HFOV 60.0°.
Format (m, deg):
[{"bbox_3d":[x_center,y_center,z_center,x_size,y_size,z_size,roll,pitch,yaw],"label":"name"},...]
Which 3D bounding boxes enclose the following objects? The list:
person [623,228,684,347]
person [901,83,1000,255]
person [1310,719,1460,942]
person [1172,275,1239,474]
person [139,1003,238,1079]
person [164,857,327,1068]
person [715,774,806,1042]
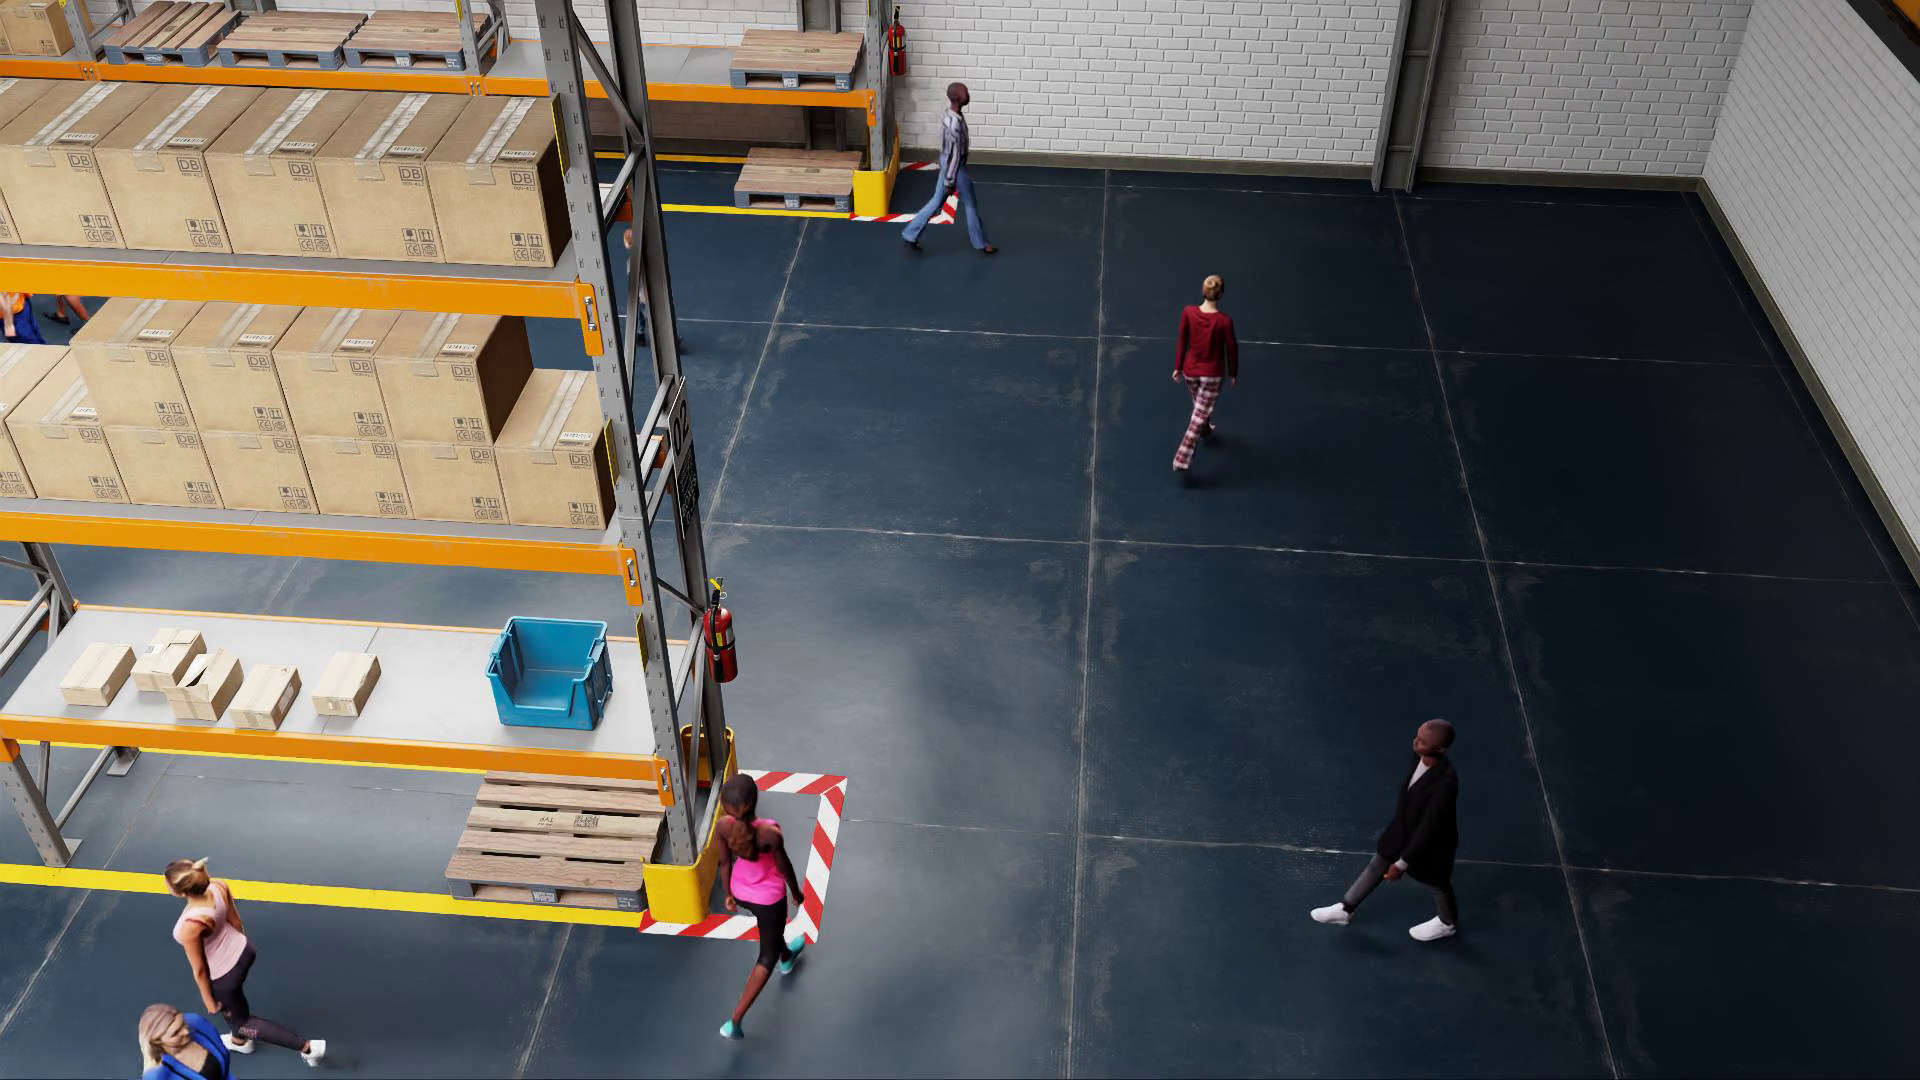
[{"bbox_3d":[-2.737,-2.180,14.614,0.857,1.177,0.585,10,40,12],"label":"person"},{"bbox_3d":[-0.165,-3.456,15.754,1.243,1.750,0.859,-6,39,-8],"label":"person"},{"bbox_3d":[2.707,1.673,9.358,1.173,1.716,0.851,-7,39,-9],"label":"person"},{"bbox_3d":[1.893,-1.286,13.108,1.114,1.661,1.006,21,43,24],"label":"person"},{"bbox_3d":[-3.714,2.788,8.014,1.184,1.652,0.731,7,39,8],"label":"person"},{"bbox_3d":[-3.769,2.243,8.716,0.973,1.628,0.566,4,39,5],"label":"person"},{"bbox_3d":[-1.125,1.992,8.981,1.117,1.689,0.909,19,42,22],"label":"person"}]
